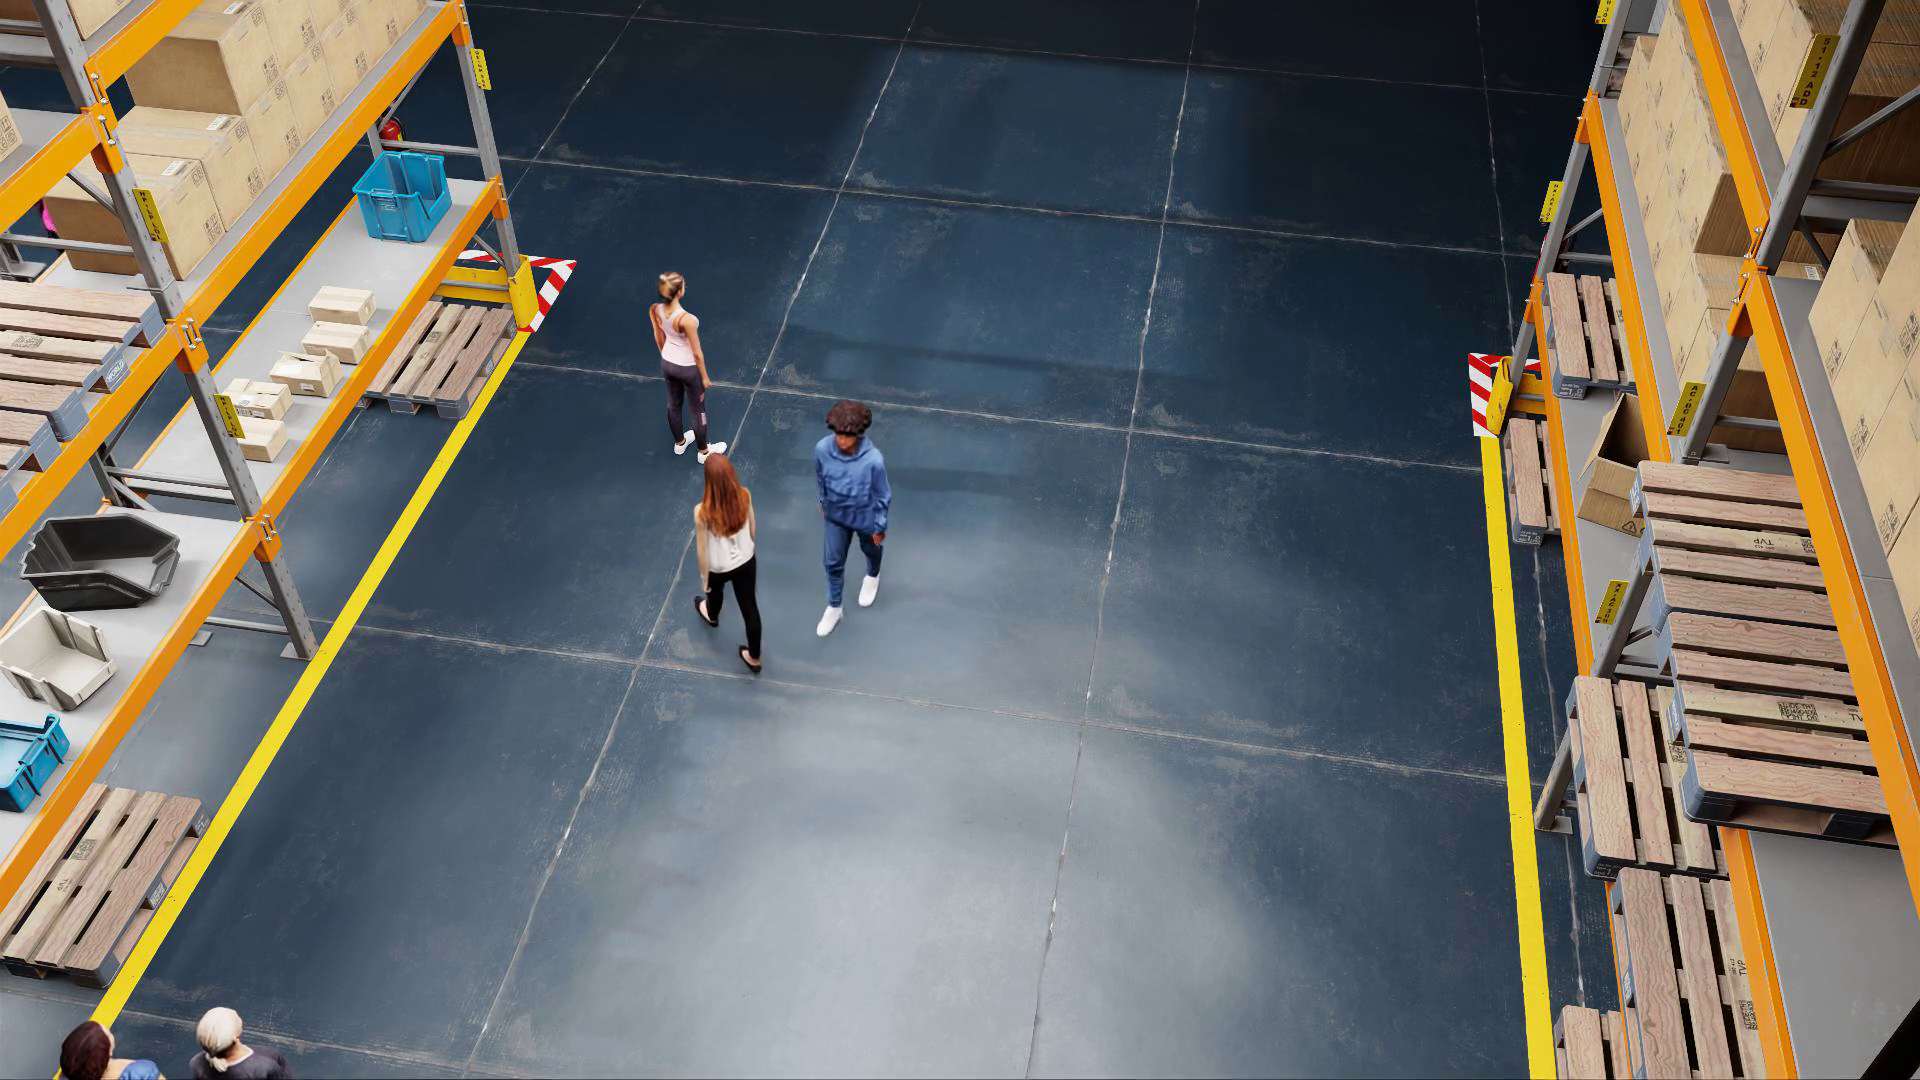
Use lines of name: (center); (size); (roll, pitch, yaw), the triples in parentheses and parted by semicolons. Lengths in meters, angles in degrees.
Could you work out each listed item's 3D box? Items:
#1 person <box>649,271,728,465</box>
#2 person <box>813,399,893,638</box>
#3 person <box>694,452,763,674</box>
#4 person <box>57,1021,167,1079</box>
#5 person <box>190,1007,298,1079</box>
person: (-2.036, -1.273, 12.157); (0.634, 1.666, 0.632); (23, 48, 22)
person: (-0.670, -0.256, 11.004); (0.754, 1.783, 0.943); (12, 45, 12)
person: (-1.425, 0.199, 10.591); (0.977, 1.694, 1.072); (-22, 48, -22)
person: (-3.776, 2.784, 7.797); (0.721, 1.805, 0.660); (-2, 44, -2)
person: (-3.297, 2.728, 7.913); (0.635, 1.726, 0.562); (1, 44, 1)
